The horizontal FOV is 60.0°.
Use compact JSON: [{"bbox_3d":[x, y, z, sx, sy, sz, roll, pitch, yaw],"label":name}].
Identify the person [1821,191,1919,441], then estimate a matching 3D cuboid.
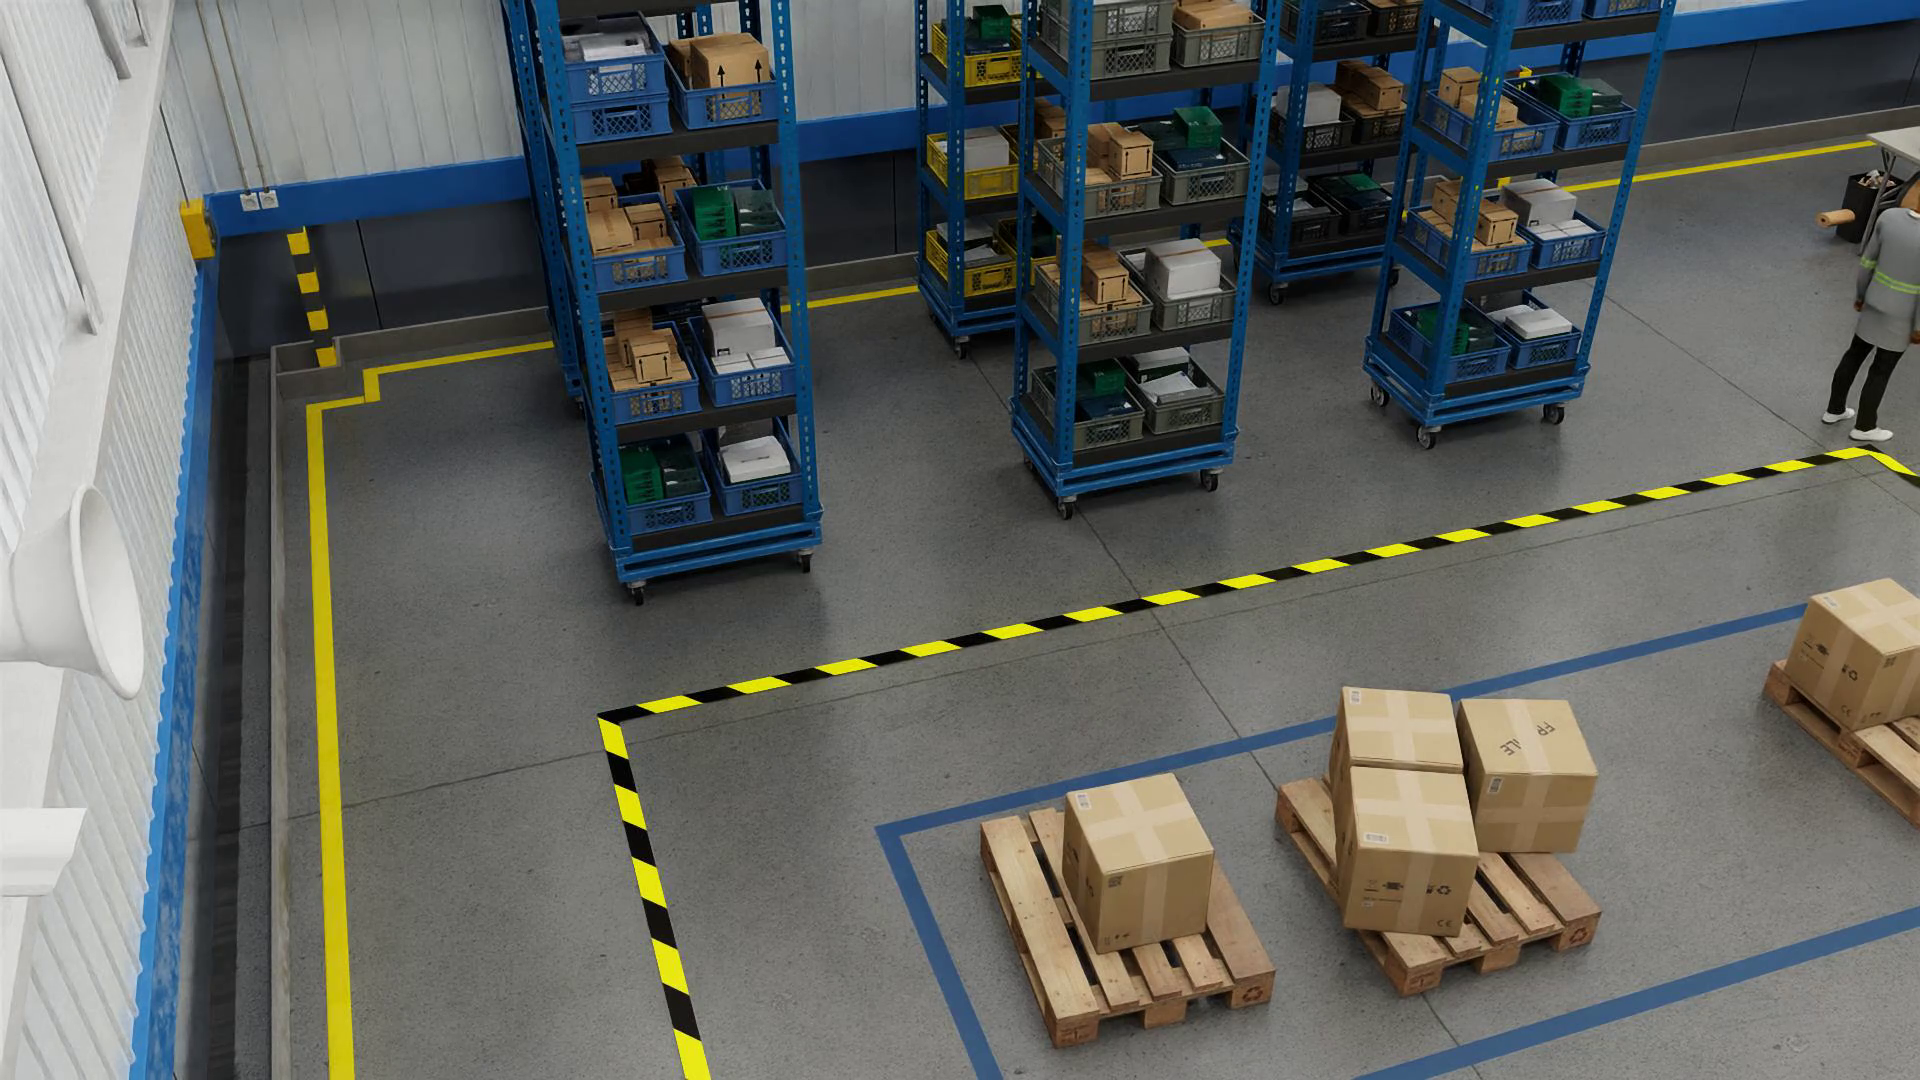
[{"bbox_3d":[6.099,-1.519,10.841,0.404,1.847,0.587,-11,37,-15],"label":"person"}]
